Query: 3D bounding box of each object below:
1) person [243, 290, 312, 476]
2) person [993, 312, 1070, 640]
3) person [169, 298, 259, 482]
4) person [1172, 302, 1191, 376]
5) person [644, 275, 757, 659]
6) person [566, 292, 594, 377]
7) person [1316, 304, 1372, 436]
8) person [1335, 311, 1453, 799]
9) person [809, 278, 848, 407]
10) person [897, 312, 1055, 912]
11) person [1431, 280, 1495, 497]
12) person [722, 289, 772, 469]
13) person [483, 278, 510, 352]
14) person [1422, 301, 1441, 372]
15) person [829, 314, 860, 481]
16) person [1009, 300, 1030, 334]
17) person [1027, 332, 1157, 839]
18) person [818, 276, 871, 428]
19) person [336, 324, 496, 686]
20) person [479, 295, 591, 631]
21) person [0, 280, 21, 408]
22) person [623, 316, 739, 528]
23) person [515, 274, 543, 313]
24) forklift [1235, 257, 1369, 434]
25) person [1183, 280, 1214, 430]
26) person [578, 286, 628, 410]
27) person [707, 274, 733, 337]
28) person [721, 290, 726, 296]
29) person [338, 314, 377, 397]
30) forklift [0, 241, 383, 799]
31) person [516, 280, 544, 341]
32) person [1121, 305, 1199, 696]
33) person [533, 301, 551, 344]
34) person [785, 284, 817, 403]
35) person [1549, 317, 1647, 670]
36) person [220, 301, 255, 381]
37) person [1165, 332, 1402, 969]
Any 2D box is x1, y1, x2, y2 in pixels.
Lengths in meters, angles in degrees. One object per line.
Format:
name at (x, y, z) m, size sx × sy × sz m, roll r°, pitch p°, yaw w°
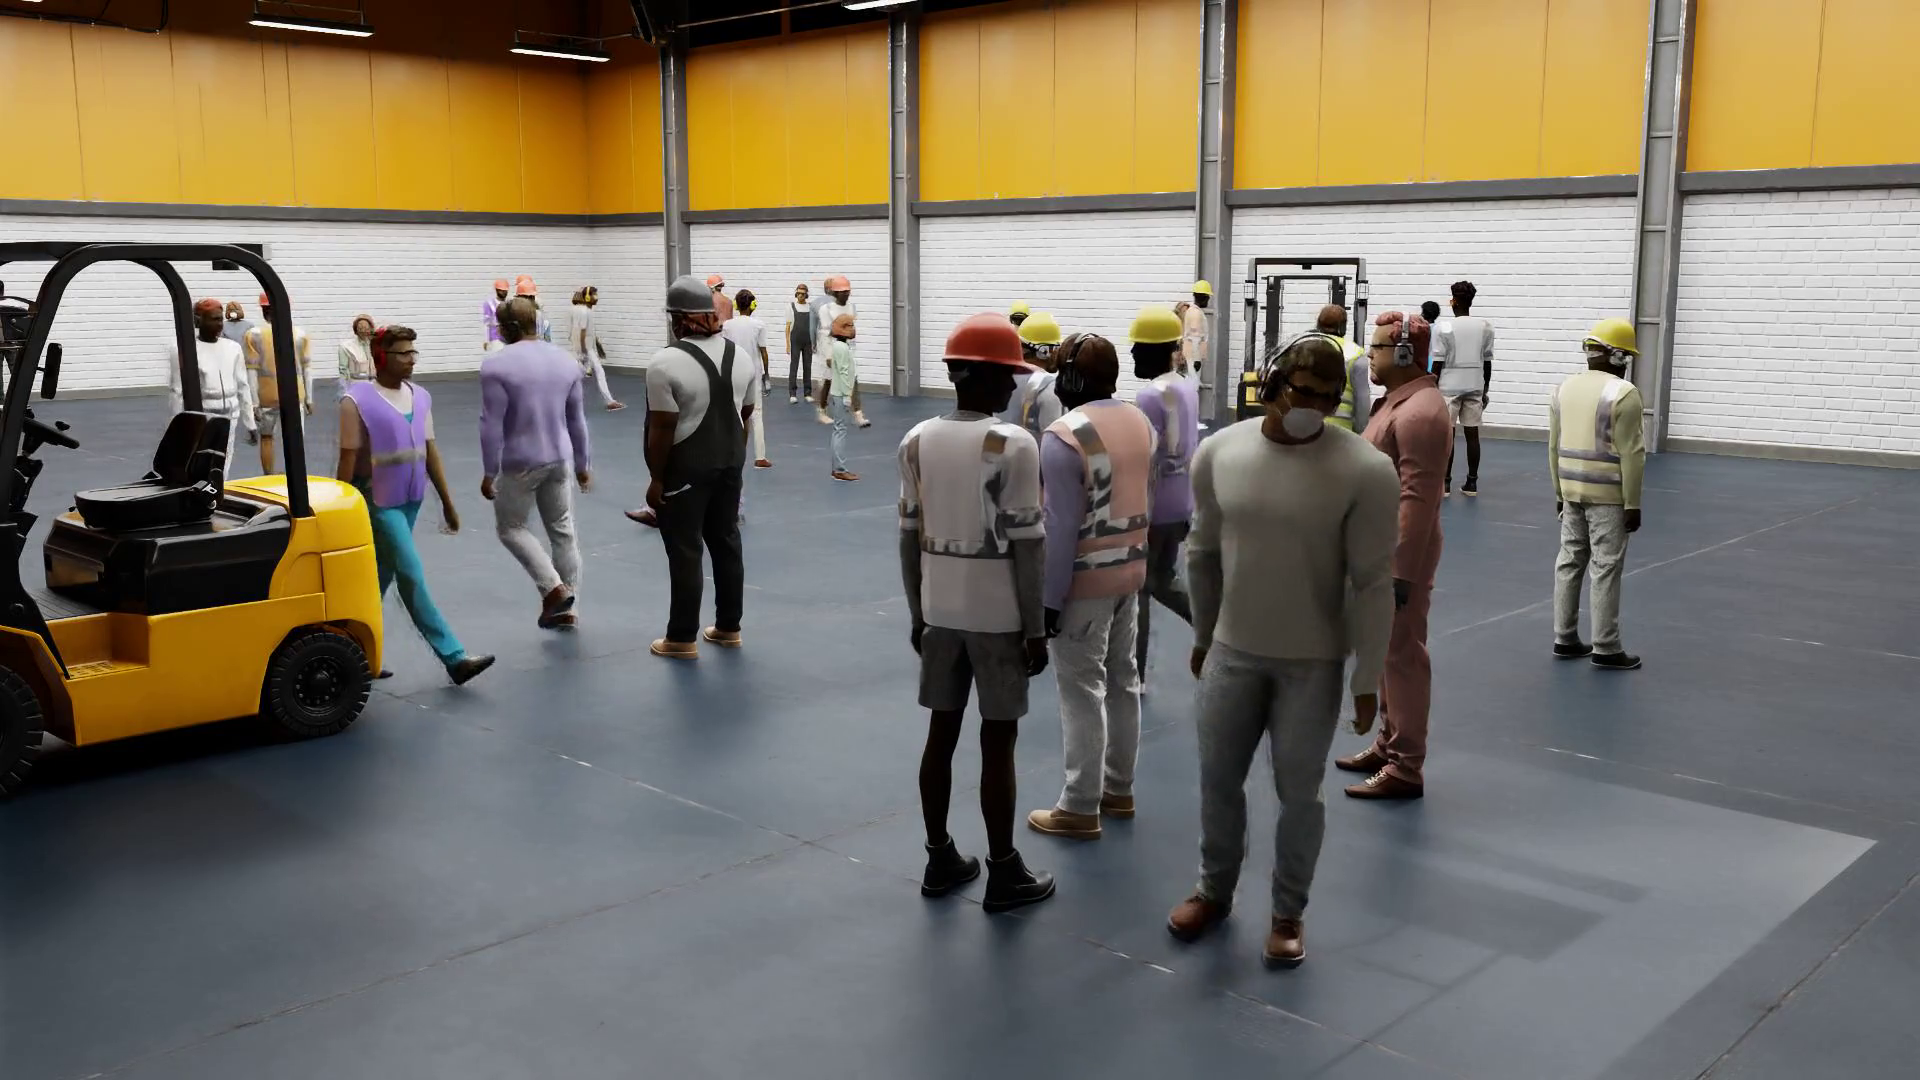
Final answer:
person at (-5.980, -1.257, 14.612) m, size 0.553 × 1.913 × 0.673 m, roll -5°, pitch 10°, yaw -28°
person at (0.423, -0.355, 9.324) m, size 0.403 × 1.830 × 0.599 m, roll -5°, pitch 11°, yaw -30°
person at (-5.518, -0.858, 12.396) m, size 0.700 × 1.869 × 0.600 m, roll 6°, pitch 11°, yaw 31°
person at (2.923, -2.350, 22.156) m, size 0.523 × 1.636 × 0.311 m, roll -7°, pitch 11°, yaw -36°
person at (-1.449, -0.395, 8.932) m, size 0.538 × 2.000 × 0.684 m, roll 7°, pitch 12°, yaw 39°
person at (-7.295, -3.946, 31.953) m, size 0.498 × 1.633 × 0.279 m, roll 0°, pitch 9°, yaw 0°
person at (2.661, -0.796, 12.103) m, size 0.638 × 1.814 × 0.619 m, roll 8°, pitch 12°, yaw 39°
person at (1.699, 0.061, 6.552) m, size 0.408 × 1.909 × 0.638 m, roll 1°, pitch 9°, yaw 9°
person at (-1.940, -2.957, 24.958) m, size 0.635 × 1.935 × 0.349 m, roll 2°, pitch 9°, yaw 10°
person at (0.061, 0.234, 5.415) m, size 0.543 × 1.932 × 0.376 m, roll 7°, pitch 12°, yaw 37°
person at (4.544, -1.371, 15.142) m, size 0.607 × 1.966 × 0.367 m, roll -2°, pitch 9°, yaw -10°
person at (-2.210, -1.667, 17.279) m, size 0.511 × 1.865 × 0.329 m, roll 1°, pitch 9°, yaw 9°
person at (-7.247, -3.199, 26.516) m, size 0.573 × 1.908 × 0.798 m, roll -8°, pitch 12°, yaw -40°
person at (5.623, -2.011, 19.923) m, size 0.536 × 1.690 × 0.320 m, roll -6°, pitch 11°, yaw -34°
person at (-1.142, -1.400, 16.333) m, size 0.274 × 1.634 × 0.507 m, roll -2°, pitch 9°, yaw -10°
person at (0.580, -1.461, 16.309) m, size 0.533 × 1.768 × 0.310 m, roll -1°, pitch 9°, yaw -5°
person at (0.461, 0.168, 6.093) m, size 0.430 × 1.844 × 0.624 m, roll 7°, pitch 12°, yaw 37°
person at (-1.578, -2.468, 21.845) m, size 0.606 × 1.979 × 1.079 m, roll -7°, pitch 11°, yaw -36°
person at (-2.737, -0.164, 8.244) m, size 0.984 × 1.788 × 0.581 m, roll 3°, pitch 10°, yaw 17°
person at (-2.374, -0.408, 9.374) m, size 0.486 × 1.924 × 0.711 m, roll 8°, pitch 12°, yaw 41°
person at (-14.266, -2.917, 24.778) m, size 0.590 × 1.915 × 0.389 m, roll -6°, pitch 11°, yaw -32°
person at (-2.243, -1.027, 13.358) m, size 0.987 × 1.853 × 0.665 m, roll -3°, pitch 10°, yaw -16°
person at (-6.709, -3.122, 25.795) m, size 0.381 × 1.994 × 0.620 m, roll 5°, pitch 10°, yaw 27°
forklift at (3.309, -1.629, 16.029) m, size 1.214 × 2.155 × 2.313 m, roll 2°, pitch 9°, yaw 11°
person at (3.074, -2.392, 21.536) m, size 0.383 × 1.923 × 0.590 m, roll 1°, pitch 9°, yaw 6°
person at (-5.403, -2.786, 24.291) m, size 0.969 × 1.822 × 0.539 m, roll -2°, pitch 9°, yaw -10°
person at (-3.763, -3.120, 25.812) m, size 0.407 × 1.987 × 0.615 m, roll 6°, pitch 11°, yaw 33°
person at (-3.823, -3.159, 26.842) m, size 0.875 × 1.721 × 0.534 m, roll 3°, pitch 10°, yaw 18°
person at (-5.778, -1.374, 16.175) m, size 0.513 × 1.637 × 0.313 m, roll -9°, pitch 13°, yaw -42°
forklift at (-3.706, -0.171, 7.093) m, size 1.214 × 2.155 × 2.313 m, roll 9°, pitch 13°, yaw 43°
person at (-5.198, -2.159, 20.065) m, size 0.357 × 1.938 × 0.542 m, roll 6°, pitch 11°, yaw 34°
person at (1.002, -0.163, 7.937) m, size 0.729 × 1.906 × 0.588 m, roll 5°, pitch 10°, yaw 26°
person at (-5.951, -2.521, 23.196) m, size 0.512 × 1.641 × 0.309 m, roll -4°, pitch 10°, yaw -24°
person at (-2.444, -3.031, 25.707) m, size 0.507 × 1.841 × 0.339 m, roll -4°, pitch 10°, yaw -23°
person at (3.328, -0.240, 8.651) m, size 0.403 × 1.823 × 0.588 m, roll -4°, pitch 10°, yaw -24°
person at (-9.895, -2.450, 22.781) m, size 0.507 × 1.631 × 0.266 m, roll -3°, pitch 10°, yaw -19°
person at (0.953, 0.340, 4.865) m, size 0.655 × 1.897 × 0.481 m, roll 5°, pitch 11°, yaw 28°
